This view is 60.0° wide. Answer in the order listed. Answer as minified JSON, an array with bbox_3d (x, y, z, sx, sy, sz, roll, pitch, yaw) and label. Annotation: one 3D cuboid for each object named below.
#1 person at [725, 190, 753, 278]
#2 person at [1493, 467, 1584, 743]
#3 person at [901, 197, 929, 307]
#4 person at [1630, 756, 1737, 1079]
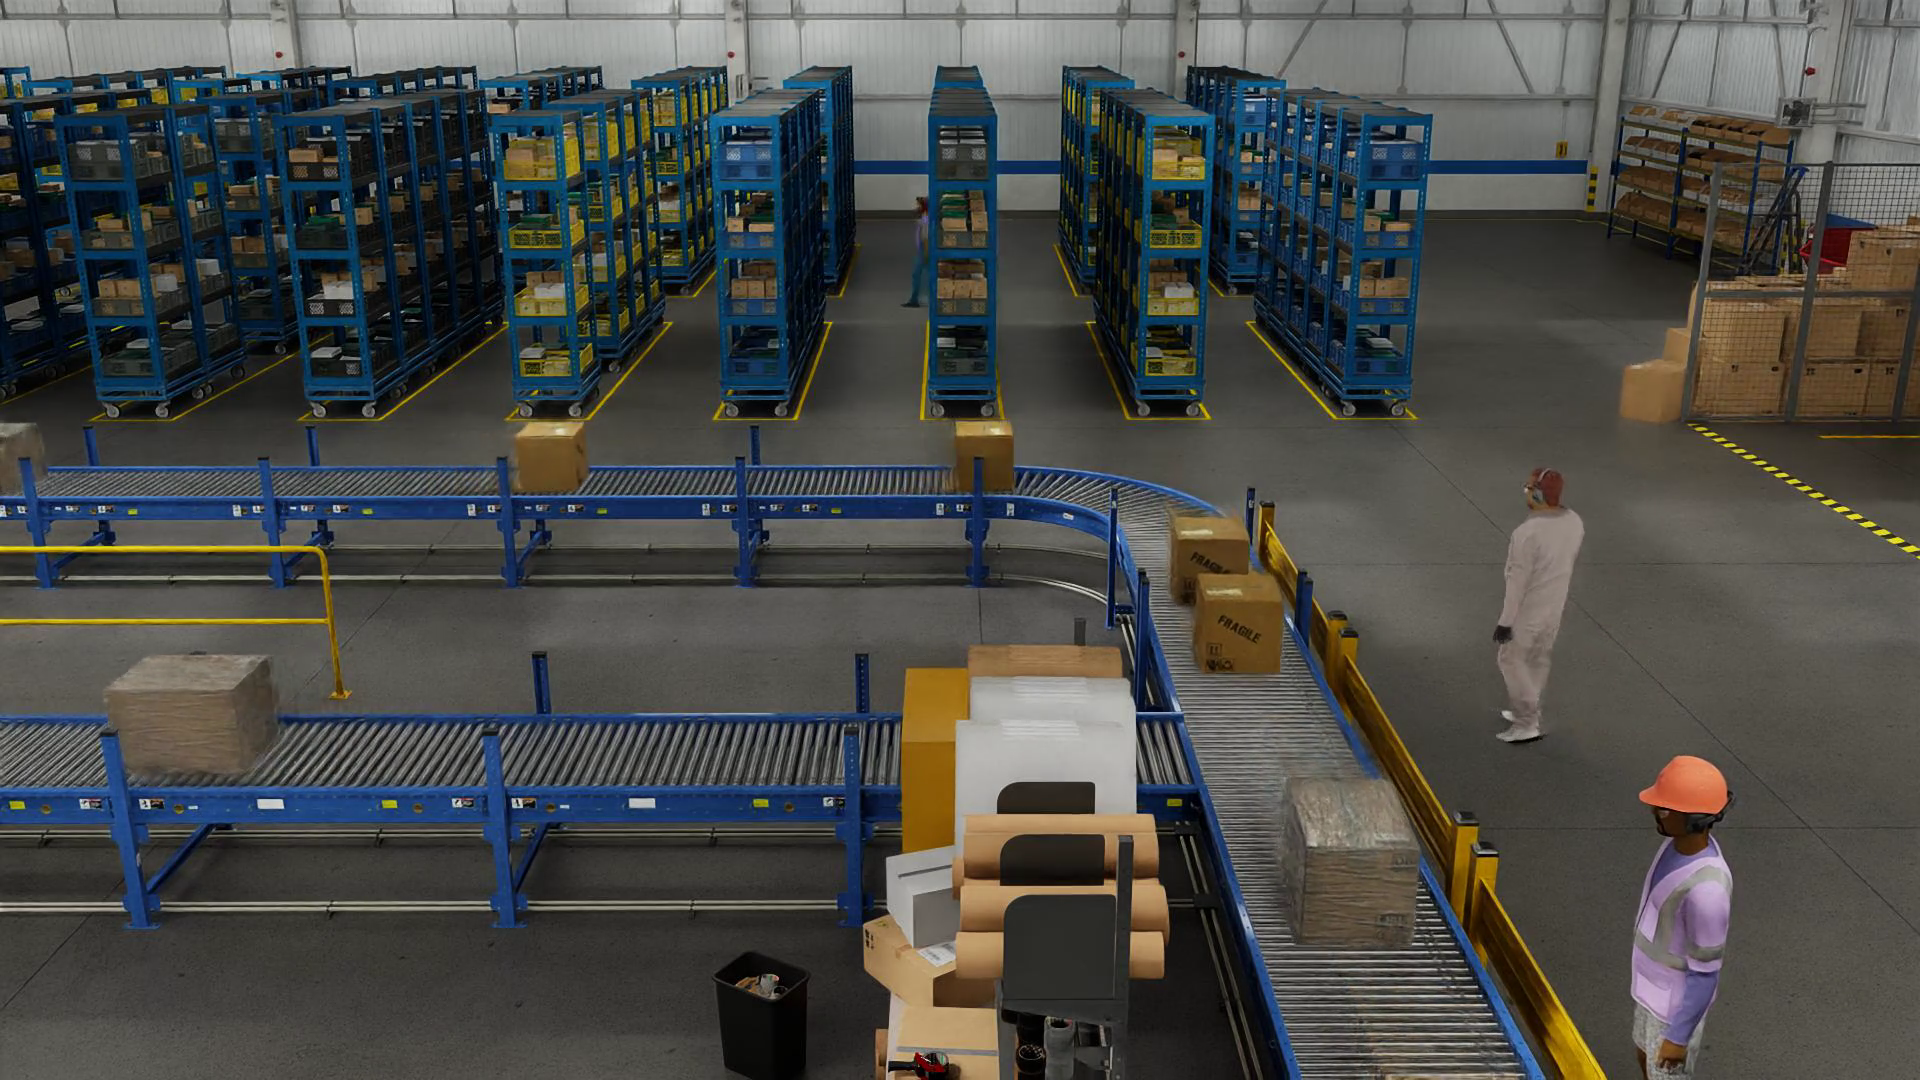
[{"bbox_3d":[-3.739,-5.180,28.628,0.588,1.833,0.404,-4,19,-14],"label":"person"},{"bbox_3d":[3.855,0.437,11.230,0.668,1.916,0.410,-12,22,-33],"label":"person"},{"bbox_3d":[-0.482,-4.694,27.163,0.889,1.819,0.560,4,18,12],"label":"person"},{"bbox_3d":[2.843,1.820,6.732,0.372,2.042,0.615,3,18,10],"label":"person"}]
